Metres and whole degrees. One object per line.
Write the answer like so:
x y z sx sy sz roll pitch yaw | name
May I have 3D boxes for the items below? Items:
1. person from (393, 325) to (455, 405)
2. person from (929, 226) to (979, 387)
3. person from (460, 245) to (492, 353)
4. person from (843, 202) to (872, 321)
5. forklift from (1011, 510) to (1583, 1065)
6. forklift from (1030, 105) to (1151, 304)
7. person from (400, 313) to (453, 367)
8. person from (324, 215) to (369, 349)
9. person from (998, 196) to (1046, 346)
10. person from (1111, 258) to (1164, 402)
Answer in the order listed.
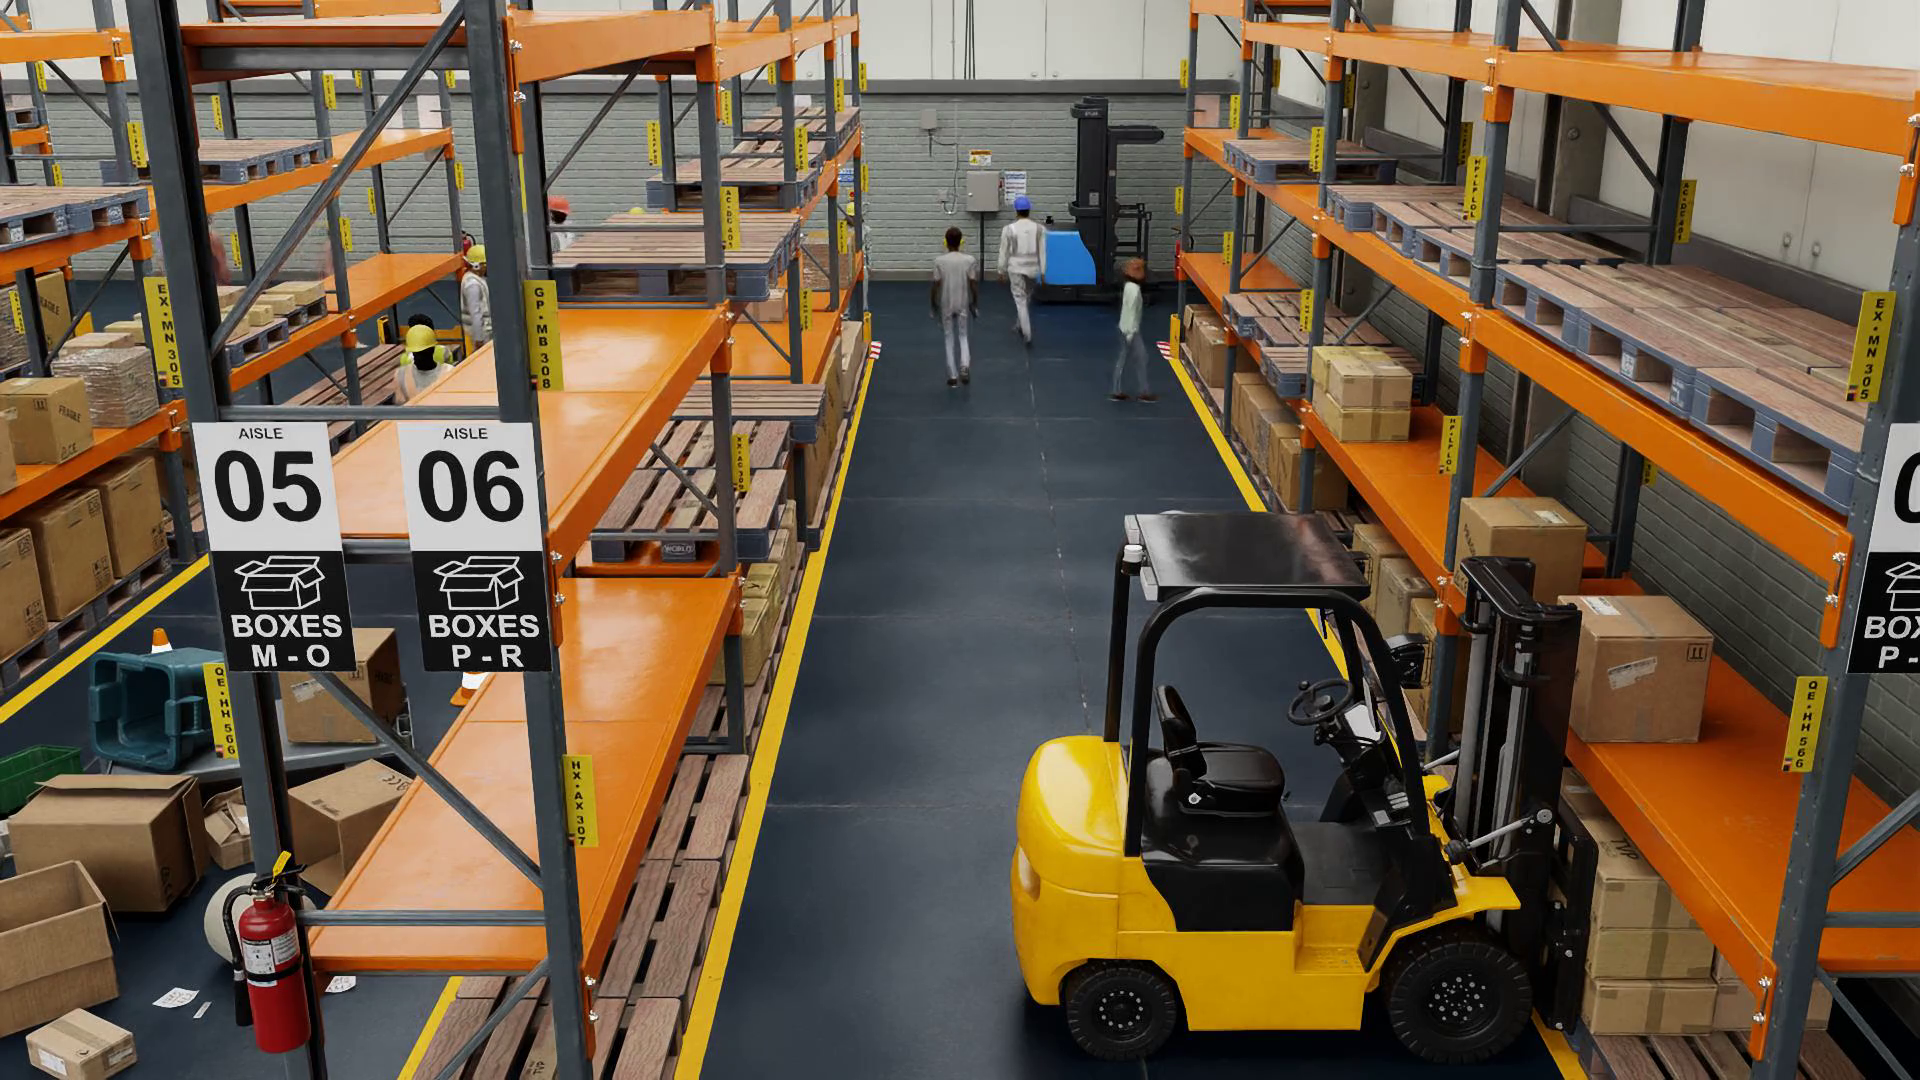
-4.223 -0.781 13.348 0.594 1.924 0.382 0 18 1 | person
-0.074 -2.694 19.258 0.565 1.848 0.389 -3 19 -9 | person
-5.212 -2.301 18.118 0.404 1.823 0.599 -5 19 -16 | person
-1.419 -3.673 22.395 0.484 1.736 0.321 -4 19 -12 | person
1.387 1.055 7.378 2.313 2.155 1.214 0 18 0 | forklift
1.857 -4.944 24.441 1.873 2.768 1.129 0 18 0 | forklift
-4.762 -1.191 14.954 0.320 1.693 0.534 13 23 35 | person
-8.030 -3.252 21.145 0.742 1.727 0.540 -9 20 -25 | person
0.824 -3.502 21.629 0.610 1.904 1.008 -5 19 -14 | person
2.014 -2.322 18.497 0.664 1.610 0.530 -1 18 -2 | person
